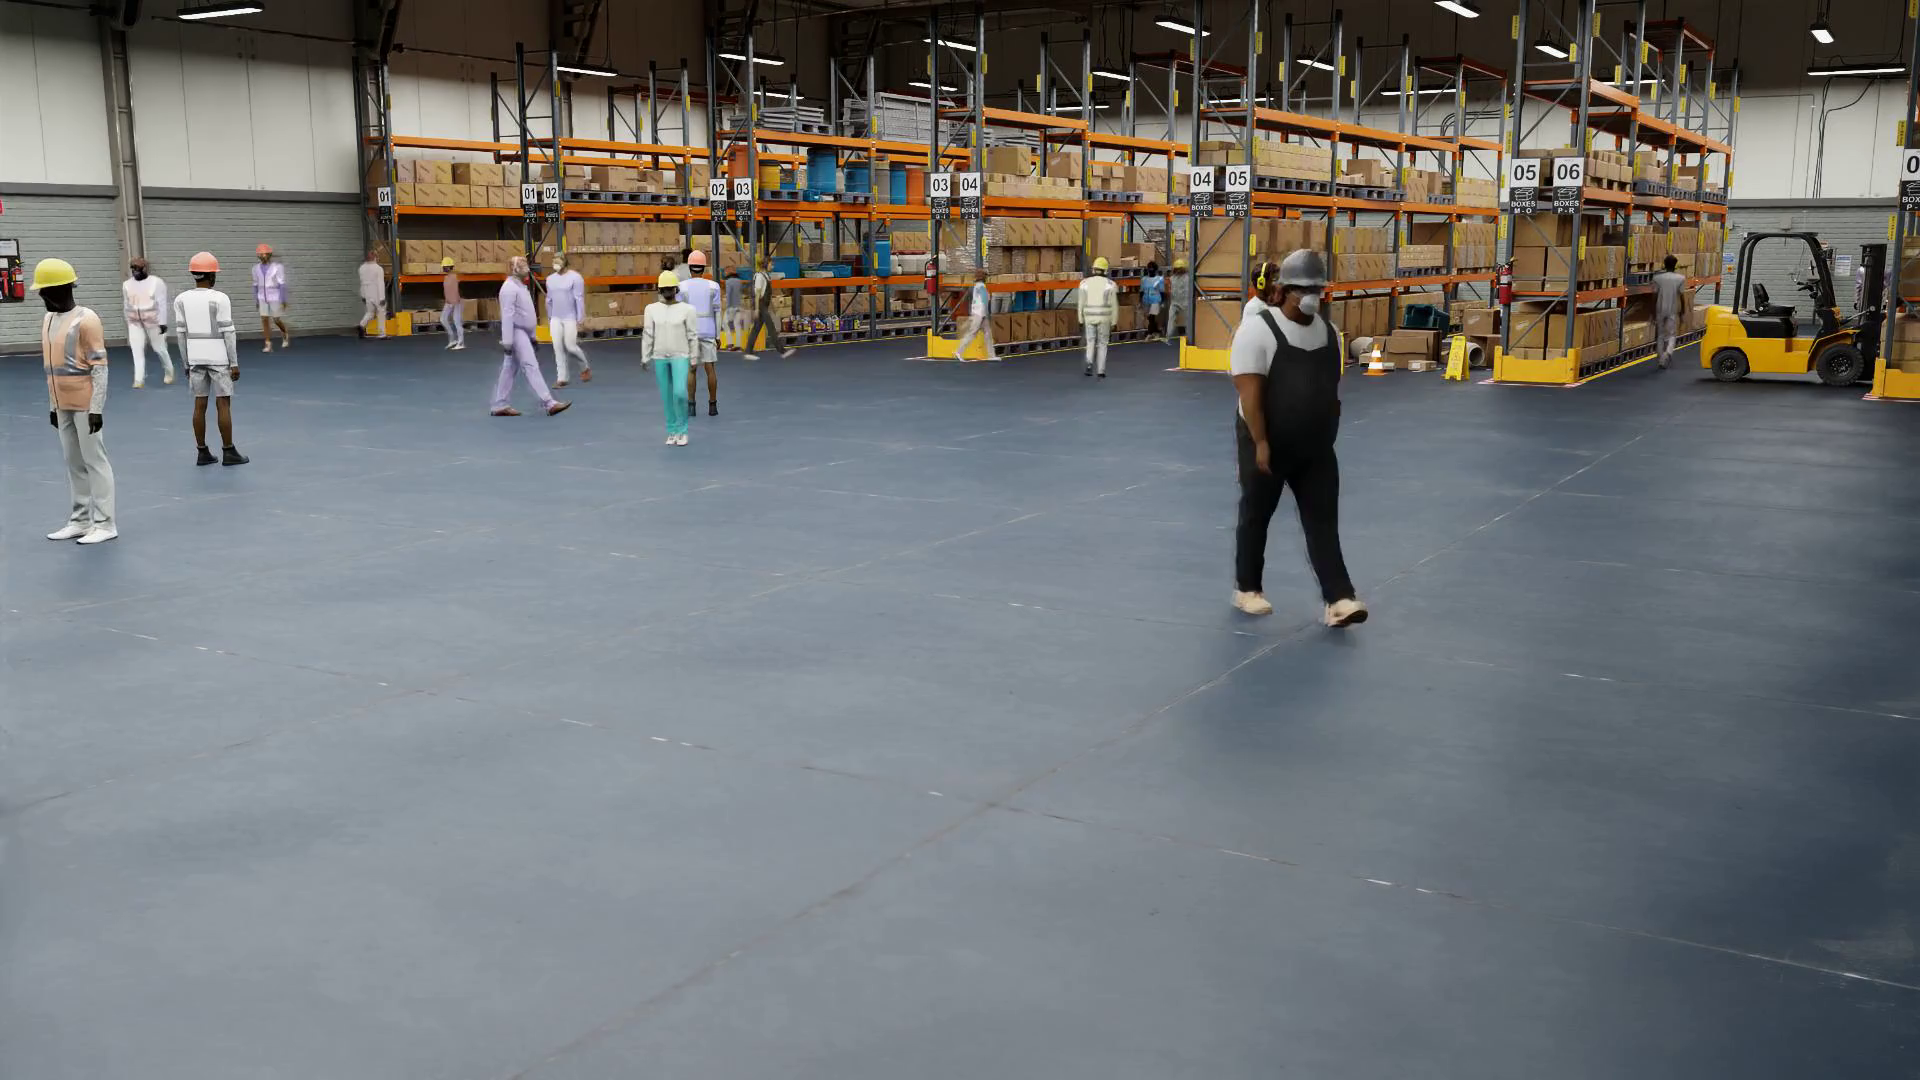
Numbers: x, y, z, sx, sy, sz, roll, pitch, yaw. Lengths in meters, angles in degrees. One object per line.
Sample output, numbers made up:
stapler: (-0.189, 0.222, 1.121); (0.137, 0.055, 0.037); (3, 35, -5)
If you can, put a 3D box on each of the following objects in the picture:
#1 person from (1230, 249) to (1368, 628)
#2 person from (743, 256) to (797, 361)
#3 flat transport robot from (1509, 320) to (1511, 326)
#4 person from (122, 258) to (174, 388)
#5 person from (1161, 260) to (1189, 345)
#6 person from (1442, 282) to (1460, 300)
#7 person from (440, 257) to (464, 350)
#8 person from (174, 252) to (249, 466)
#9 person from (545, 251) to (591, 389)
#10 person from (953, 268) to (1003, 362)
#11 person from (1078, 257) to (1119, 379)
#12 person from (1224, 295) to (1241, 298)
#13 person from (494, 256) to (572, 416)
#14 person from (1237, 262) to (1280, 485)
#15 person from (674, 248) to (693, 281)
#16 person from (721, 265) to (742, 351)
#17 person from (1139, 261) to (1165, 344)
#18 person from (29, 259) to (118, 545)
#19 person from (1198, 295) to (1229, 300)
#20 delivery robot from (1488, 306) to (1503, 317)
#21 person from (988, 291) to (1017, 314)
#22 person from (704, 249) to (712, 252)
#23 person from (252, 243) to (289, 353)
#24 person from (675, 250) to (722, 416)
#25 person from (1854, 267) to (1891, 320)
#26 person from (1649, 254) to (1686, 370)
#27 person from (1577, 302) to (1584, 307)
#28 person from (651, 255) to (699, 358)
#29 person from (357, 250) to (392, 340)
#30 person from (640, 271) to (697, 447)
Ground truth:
person: (1.784, -0.550, 8.773); (0.690, 2.000, 1.018); (-3, 11, -18)
person: (-3.308, -3.976, 28.657); (0.987, 1.790, 0.531); (1, 10, 4)
flat transport robot: (13.808, -5.343, 40.574); (0.652, 0.197, 1.431); (5, 11, 25)
person: (-11.485, -3.070, 23.514); (0.621, 1.820, 0.841); (-1, 10, -5)
person: (4.352, -4.707, 33.046); (0.494, 1.686, 0.927); (7, 12, 36)
person: (12.265, -6.339, 41.601); (0.461, 1.894, 0.607); (-6, 12, -32)
person: (-9.674, -4.487, 31.629); (0.525, 1.752, 0.455); (10, 14, 44)
person: (-6.830, -1.640, 15.159); (0.543, 1.939, 0.361); (1, 10, 8)
person: (-5.503, -3.086, 23.314); (0.640, 1.918, 0.619); (5, 11, 24)
person: (0.290, -3.841, 28.432); (0.831, 1.594, 0.572); (-1, 10, -3)
person: (2.073, -3.296, 24.774); (0.614, 1.813, 0.431); (4, 11, 19)
person: (5.336, -4.865, 33.379); (0.661, 1.882, 0.546); (3, 11, 15)
person: (-5.035, -2.362, 19.410); (0.960, 1.855, 0.673); (-1, 10, -4)
person: (2.494, -1.380, 13.913); (0.309, 1.864, 0.535); (2, 10, 11)
person: (-5.455, -4.845, 33.102); (0.617, 1.941, 0.714); (-1, 10, -3)
person: (-4.289, -4.338, 31.182); (0.475, 1.608, 0.527); (4, 11, 23)
person: (3.924, -4.840, 33.838); (0.533, 1.662, 0.850); (7, 12, 35)
person: (-5.983, -0.928, 11.229); (0.589, 1.918, 0.392); (7, 12, 32)
person: (4.615, -4.393, 30.324); (0.606, 2.035, 0.405); (6, 12, 30)
delivery robot: (12.943, -5.516, 40.483); (0.707, 0.478, 0.477); (-1, 10, -7)
person: (0.826, -4.810, 32.965); (0.625, 1.931, 0.375); (0, 10, 0)
person: (-6.081, -6.120, 40.408); (0.584, 1.882, 0.347); (6, 12, 30)
person: (-12.797, -4.492, 30.897); (0.626, 2.028, 0.736); (1, 10, 3)
person: (-3.068, -2.416, 19.512); (0.545, 1.938, 0.361); (-3, 11, -18)
person: (17.288, -4.554, 31.546); (0.585, 1.921, 0.392); (6, 12, 31)
person: (11.236, -3.609, 26.448); (0.511, 1.855, 0.448); (5, 11, 26)
person: (12.899, -5.157, 34.930); (0.554, 1.921, 0.448); (9, 13, 41)
person: (-5.004, -4.092, 29.236); (0.821, 1.818, 0.621); (-4, 11, -23)
person: (-12.201, -5.075, 34.544); (0.654, 1.882, 0.687); (5, 11, 25)
person: (-2.913, -1.800, 16.604); (0.532, 1.748, 0.604); (1, 10, 7)
